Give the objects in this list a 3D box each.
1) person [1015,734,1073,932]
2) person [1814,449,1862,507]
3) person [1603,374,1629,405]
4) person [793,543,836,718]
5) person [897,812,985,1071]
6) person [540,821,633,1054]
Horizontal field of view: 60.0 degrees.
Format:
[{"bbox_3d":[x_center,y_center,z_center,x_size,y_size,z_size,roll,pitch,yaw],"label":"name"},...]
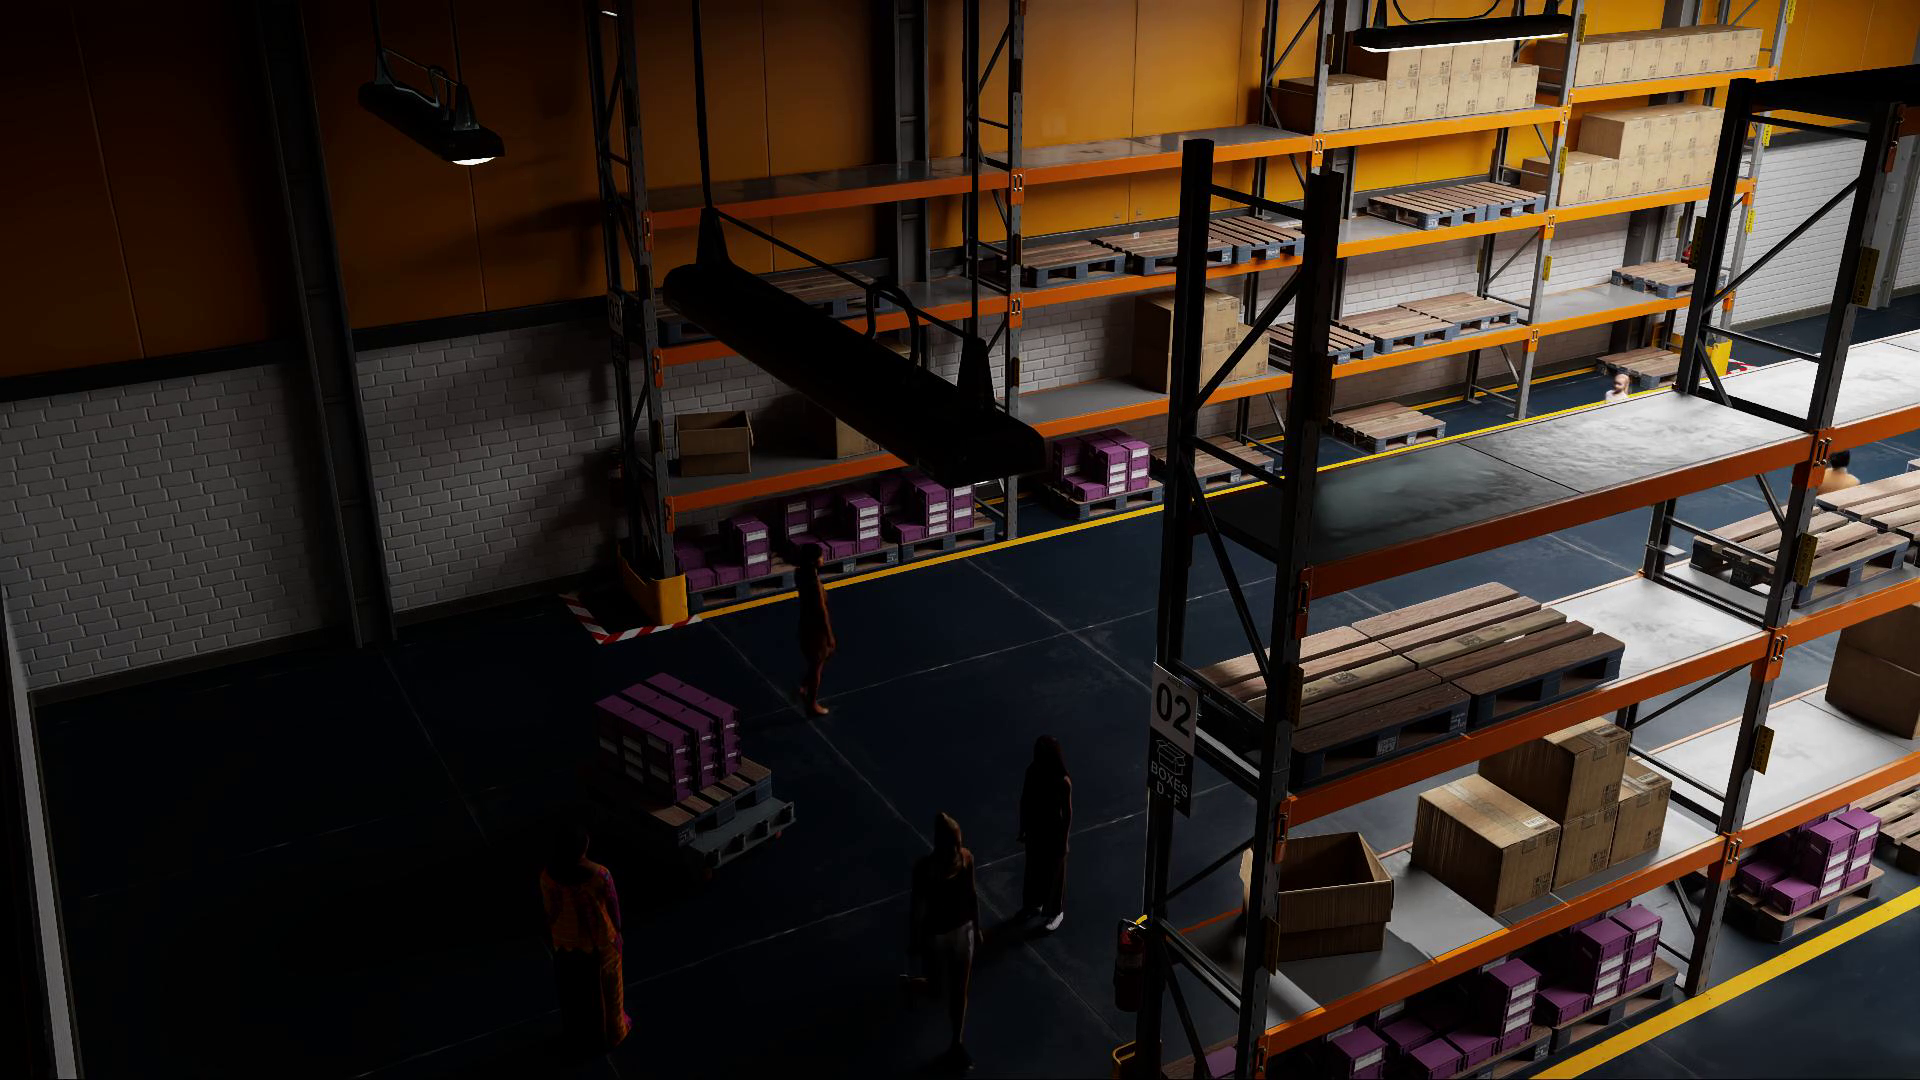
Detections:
[{"bbox_3d":[0.614,2.066,11.865,0.631,1.561,0.628,16,28,32],"label":"person"},{"bbox_3d":[8.600,-0.077,16.555,1.082,1.731,0.724,-17,29,-33],"label":"person"},{"bbox_3d":[7.901,-1.395,20.137,0.516,1.277,0.507,-16,28,-32],"label":"person"},{"bbox_3d":[-1.349,0.817,14.578,0.699,1.677,0.645,-6,24,-14],"label":"person"},{"bbox_3d":[-0.147,2.467,10.621,0.878,1.823,0.704,-14,27,-29],"label":"person"},{"bbox_3d":[-2.414,2.509,10.696,0.759,1.686,0.835,1,24,3],"label":"person"}]
